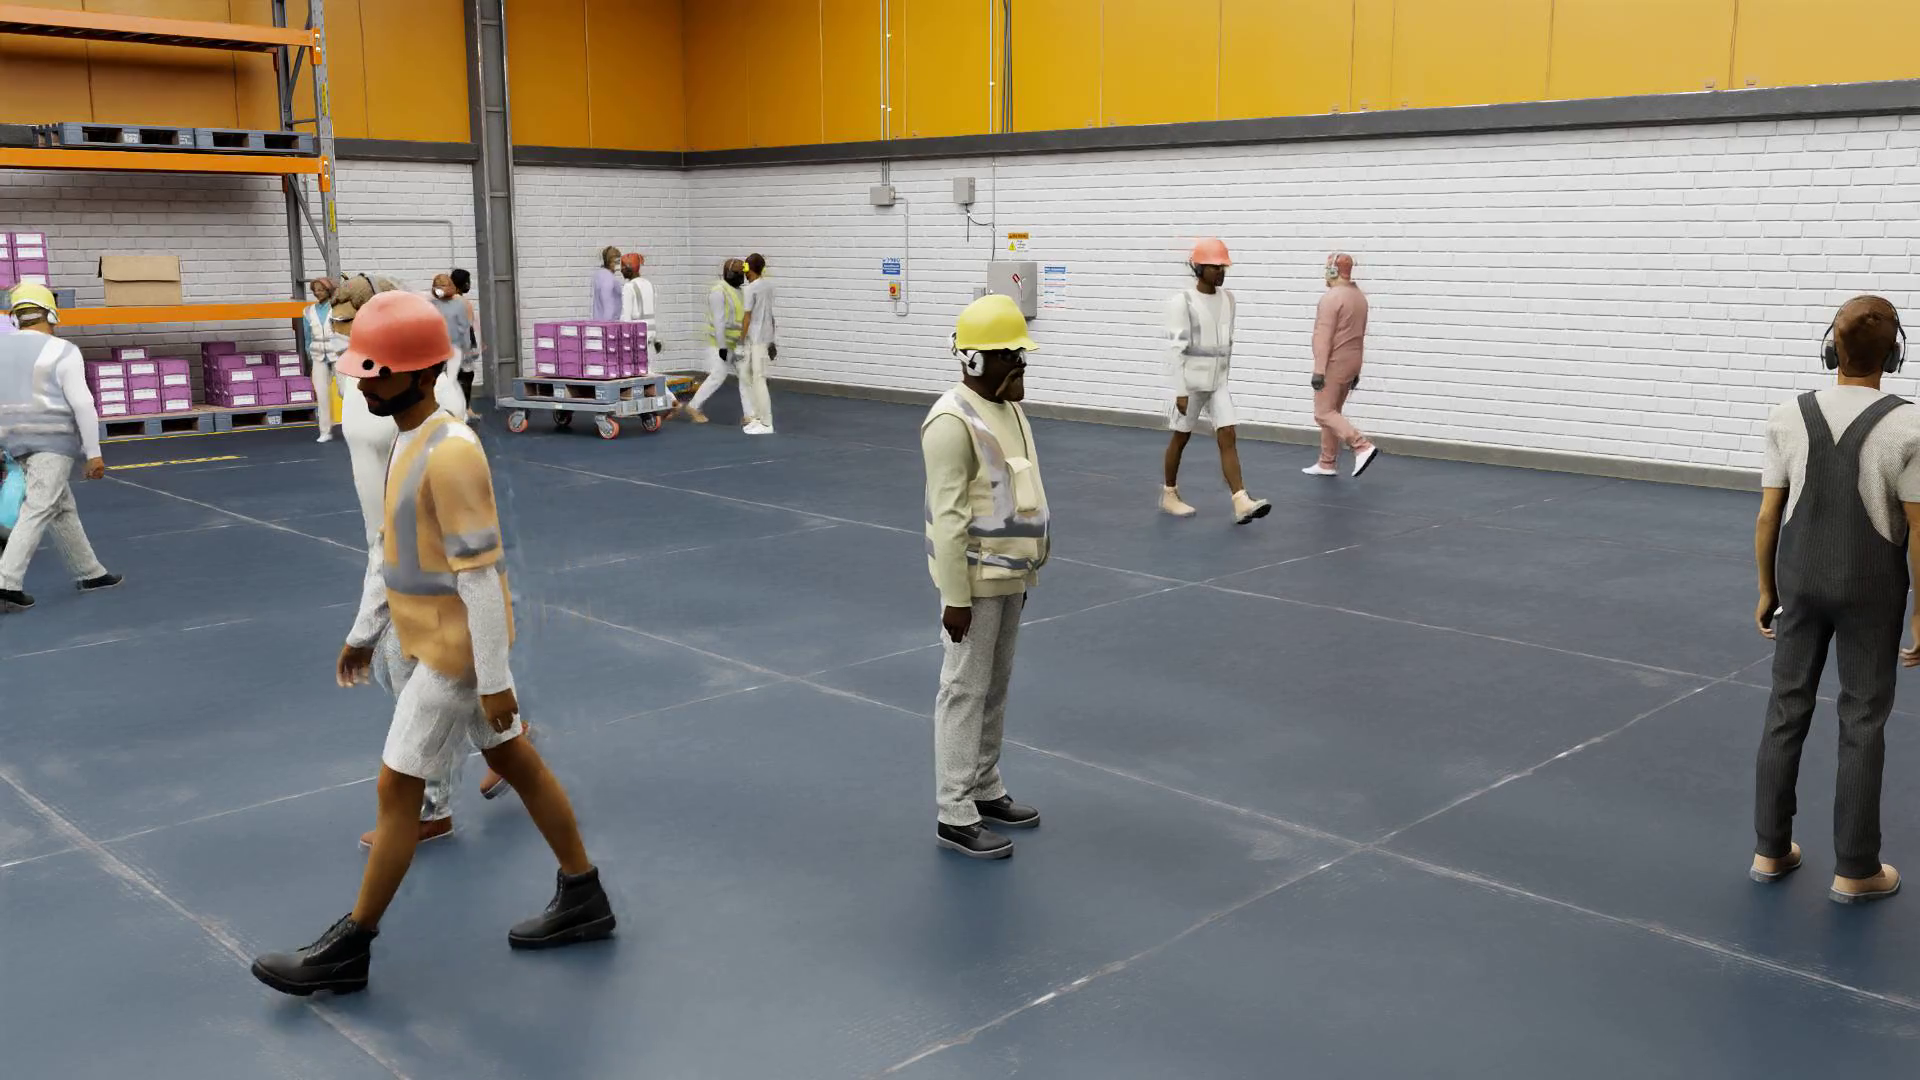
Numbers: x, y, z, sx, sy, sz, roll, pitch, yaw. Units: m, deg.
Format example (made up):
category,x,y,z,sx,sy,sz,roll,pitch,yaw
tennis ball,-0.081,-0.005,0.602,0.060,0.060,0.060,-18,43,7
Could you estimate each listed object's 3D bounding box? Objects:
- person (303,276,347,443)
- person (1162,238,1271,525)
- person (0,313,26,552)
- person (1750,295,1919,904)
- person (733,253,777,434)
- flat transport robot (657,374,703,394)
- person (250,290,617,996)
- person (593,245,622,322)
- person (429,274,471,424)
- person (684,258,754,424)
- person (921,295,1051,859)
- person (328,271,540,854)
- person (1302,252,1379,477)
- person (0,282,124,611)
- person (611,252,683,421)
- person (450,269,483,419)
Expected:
category,x,y,z,sx,sy,sz,roll,pitch,yaw
person,-6.195,-1.793,16.443,0.518,1.623,0.616,0,10,1
person,1.756,-1.096,11.637,0.633,1.989,1.050,-6,12,-31
person,-6.108,-0.790,10.429,0.587,1.834,0.604,-1,10,-6
person,2.692,0.184,5.072,0.338,1.845,0.514,-9,14,-41
person,-2.127,-1.995,16.992,0.504,1.840,0.482,1,10,7
flat transport robot,-3.822,-1.935,20.924,0.652,0.197,1.431,3,11,16
person,-1.402,0.281,4.466,0.975,1.879,0.564,-4,11,-21
person,-4.077,-2.395,18.969,0.694,1.911,0.648,-3,11,-18
person,-5.401,-1.981,17.513,0.517,1.623,0.392,4,11,22
person,-2.544,-2.109,17.753,0.844,1.794,0.633,5,11,24
person,0.093,0.113,5.495,0.404,1.830,0.600,4,11,21
person,-1.754,0.060,5.572,0.619,1.915,0.671,-9,14,-42
person,3.172,-1.434,13.783,0.651,1.887,0.653,8,13,36
person,-5.047,-0.512,9.122,0.606,1.781,0.916,3,11,17
person,-3.448,-2.221,18.229,0.924,1.850,0.588,3,11,18
person,-5.475,-2.123,18.140,0.567,1.668,0.508,10,14,42
